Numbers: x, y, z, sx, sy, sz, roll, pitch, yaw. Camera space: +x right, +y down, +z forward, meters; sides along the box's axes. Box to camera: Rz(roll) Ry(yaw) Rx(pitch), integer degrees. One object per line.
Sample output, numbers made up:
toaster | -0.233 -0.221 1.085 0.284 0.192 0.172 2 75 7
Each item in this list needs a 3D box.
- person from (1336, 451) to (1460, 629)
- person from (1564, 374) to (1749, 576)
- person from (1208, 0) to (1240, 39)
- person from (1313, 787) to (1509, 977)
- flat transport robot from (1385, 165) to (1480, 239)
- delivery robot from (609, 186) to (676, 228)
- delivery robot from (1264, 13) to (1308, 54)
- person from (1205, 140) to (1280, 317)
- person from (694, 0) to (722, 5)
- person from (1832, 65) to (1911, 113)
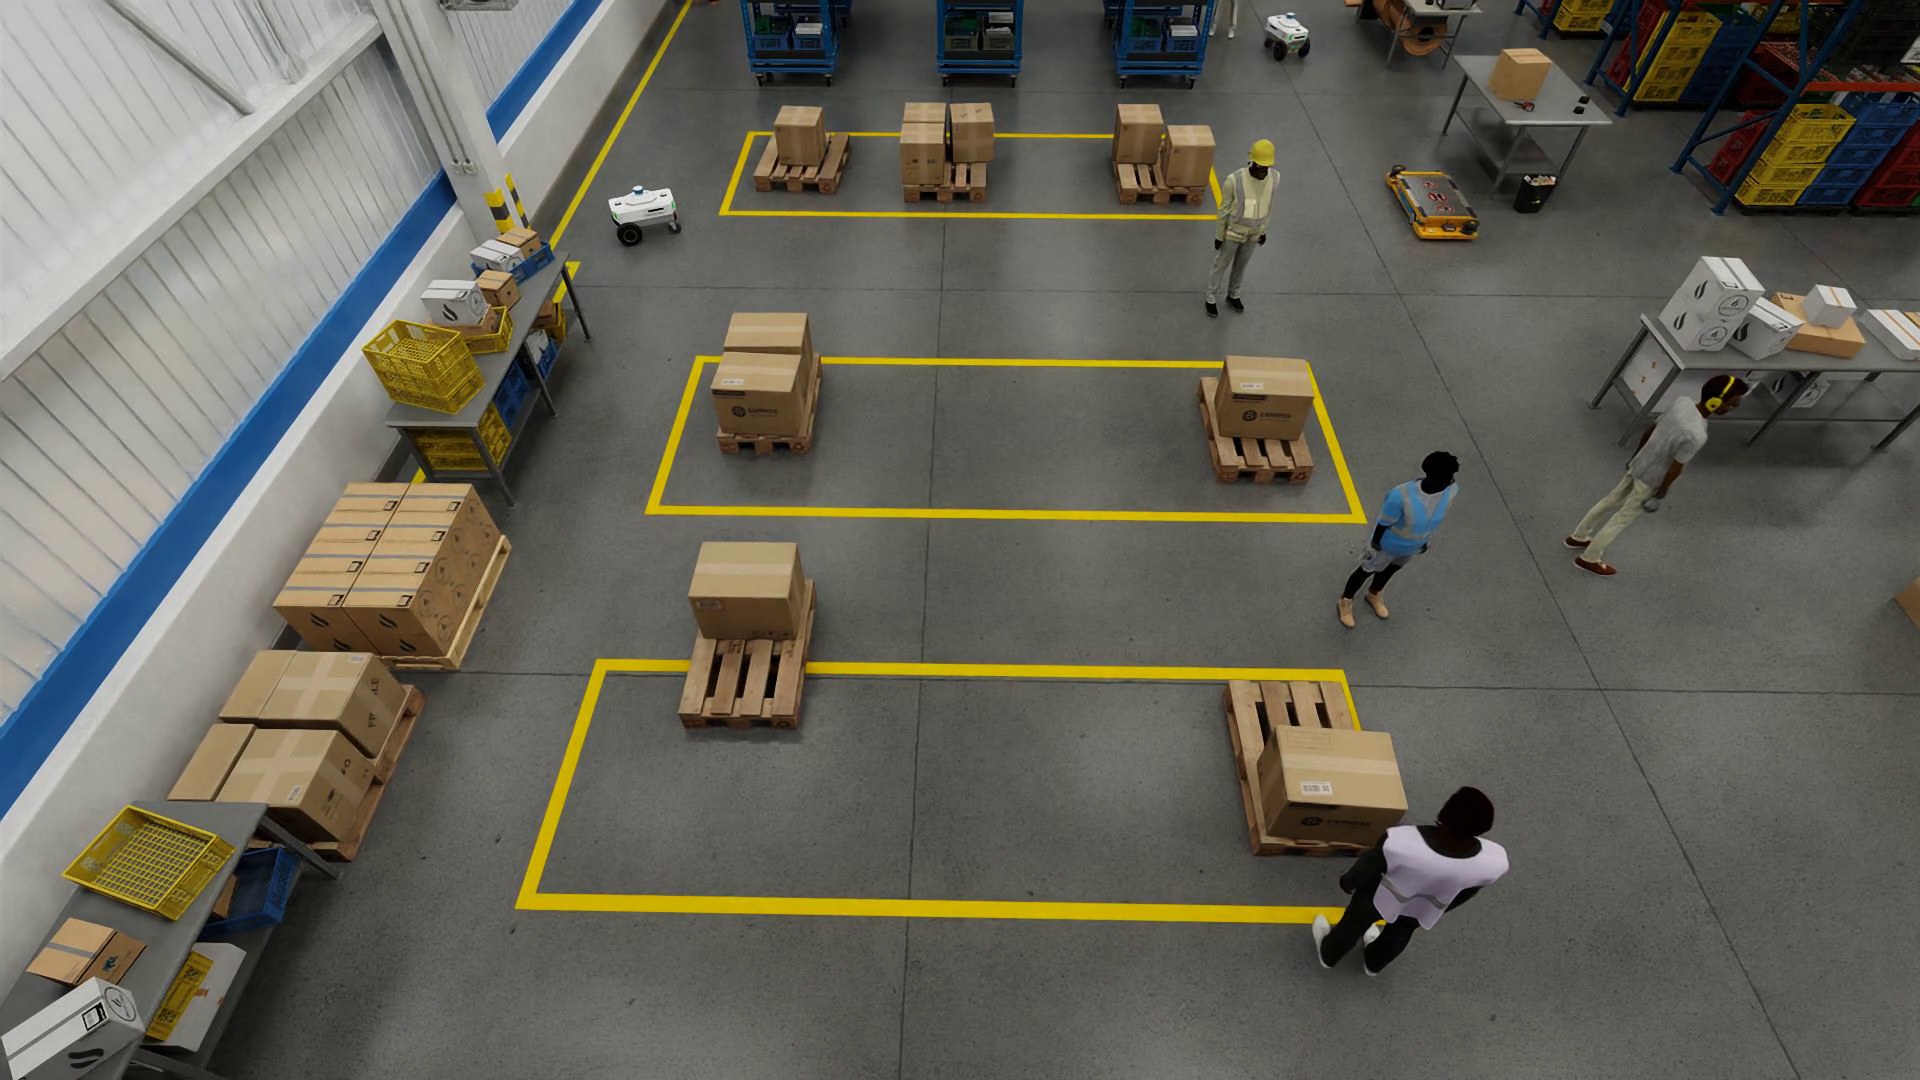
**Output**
person | 3.152 0.005 6.574 0.532 1.696 0.318 -12 50 -10
person | 5.190 -0.486 6.890 0.325 1.865 0.516 8 50 7
person | 4.171 -8.610 14.077 0.516 1.629 0.322 14 50 11
person | 2.337 1.862 4.830 0.594 1.911 0.387 8 50 6
flat transport robot | 5.692 -4.094 11.059 0.652 0.197 1.431 1 49 1
delivery robot | -3.662 -3.847 10.599 0.707 0.478 0.477 -17 51 -14
delivery robot | 4.988 -7.784 14.006 0.477 0.478 0.707 -15 51 -13
person | 2.828 -3.097 9.170 0.590 1.833 0.404 -13 50 -11
person | -4.334 -9.857 14.919 0.610 1.989 0.391 17 51 14
person | 11.891 -6.166 11.793 0.581 1.882 0.339 33 57 25
